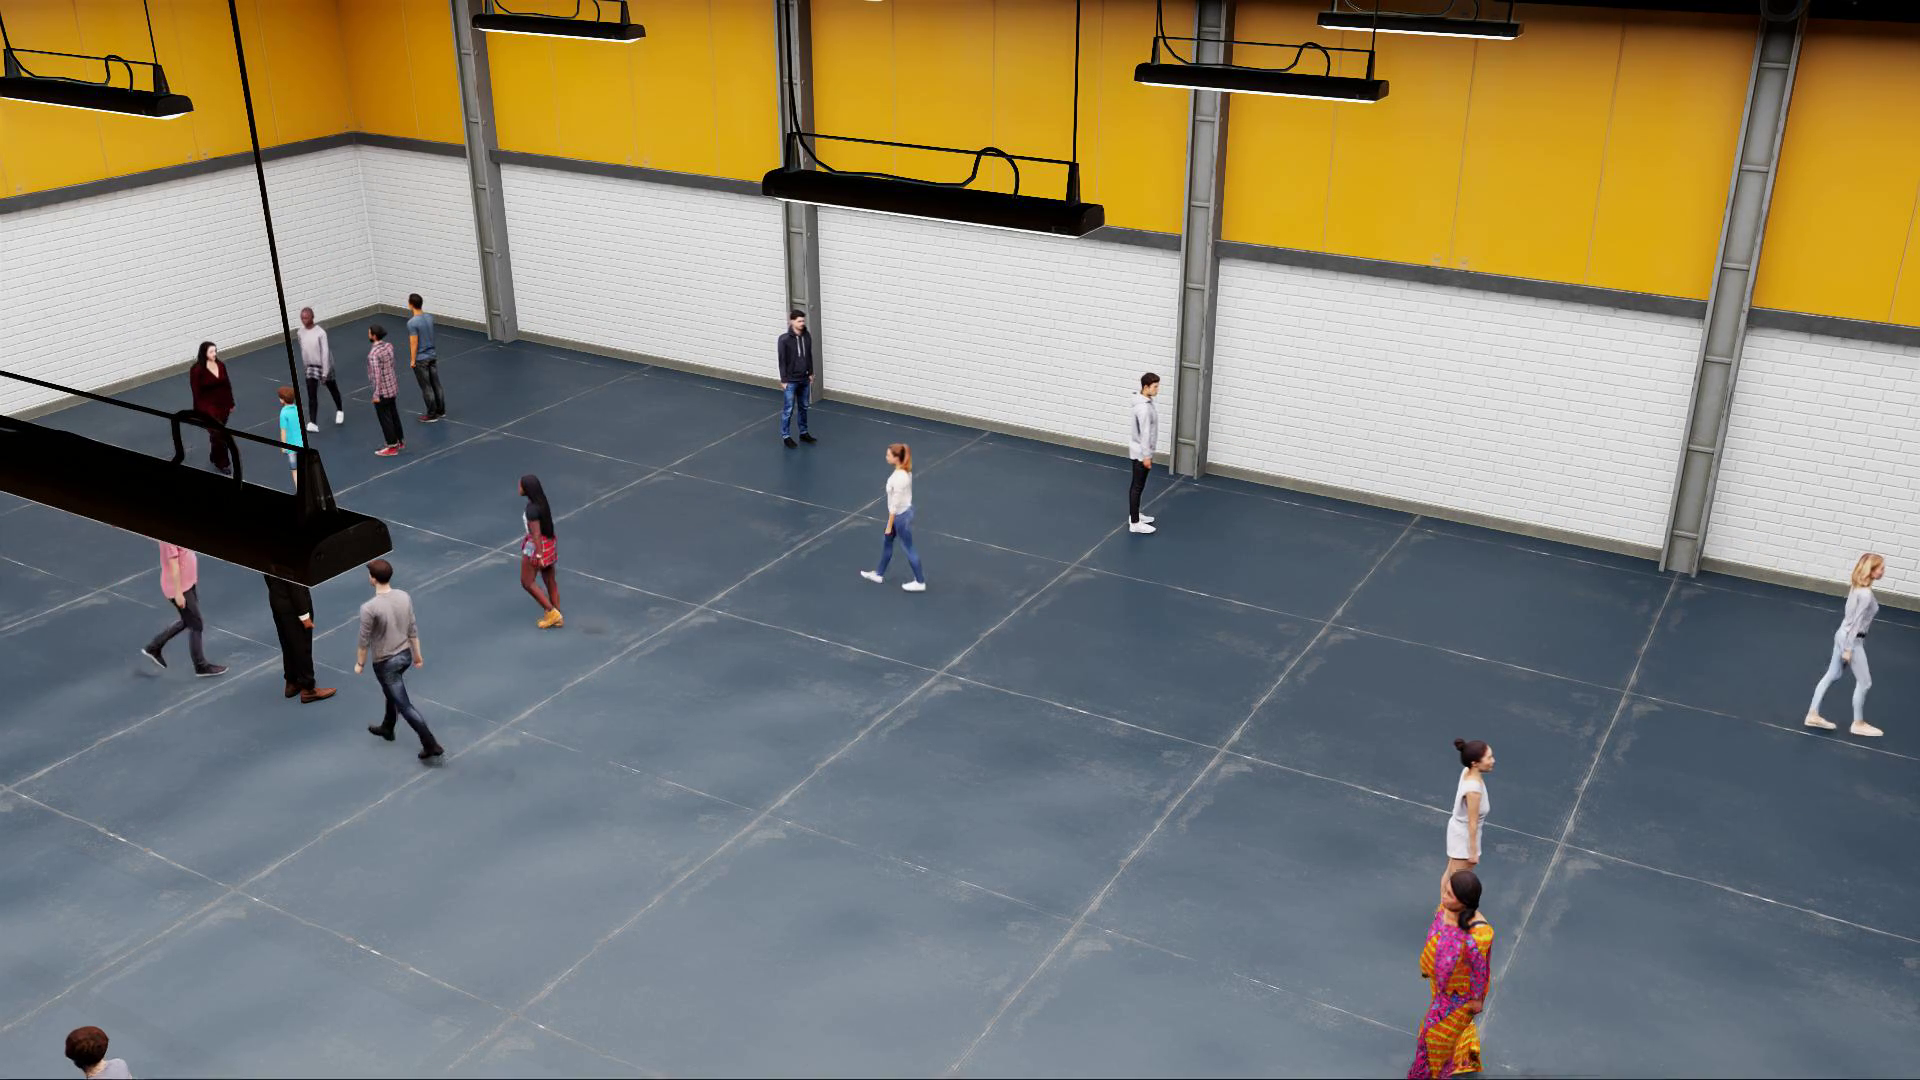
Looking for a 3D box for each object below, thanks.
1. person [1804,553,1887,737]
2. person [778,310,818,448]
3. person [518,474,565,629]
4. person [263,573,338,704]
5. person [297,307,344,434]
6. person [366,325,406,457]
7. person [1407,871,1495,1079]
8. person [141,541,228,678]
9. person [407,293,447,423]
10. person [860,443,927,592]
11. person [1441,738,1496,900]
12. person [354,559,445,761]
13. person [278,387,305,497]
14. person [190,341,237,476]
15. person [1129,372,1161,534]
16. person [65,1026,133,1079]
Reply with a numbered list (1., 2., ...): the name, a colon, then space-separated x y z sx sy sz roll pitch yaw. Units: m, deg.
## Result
1. person: 8.061 0.942 15.226 0.912 1.773 0.704 9 25 19
2. person: -2.195 -2.176 22.216 0.739 1.887 0.702 -18 30 -36
3. person: -4.236 0.133 17.151 0.764 1.712 0.725 1 24 3
4. person: -6.354 0.631 15.772 0.609 1.905 0.784 19 30 36
5. person: -8.744 -2.364 22.849 1.179 1.724 0.966 3 24 7
6. person: -7.603 -1.995 21.958 0.756 1.761 0.784 2 24 5
7. person: 3.327 2.885 10.939 0.999 1.646 0.930 -5 24 -11
8. person: -7.645 0.461 16.122 1.084 1.936 1.021 -4 24 -8
9. person: -7.455 -2.545 23.159 0.588 1.807 0.694 8 25 19
10. person: -0.543 -0.226 17.998 1.081 1.693 0.906 2 24 4
11. person: 3.795 2.221 12.514 0.647 1.601 0.641 4 24 10
12. person: -4.970 1.104 14.733 1.226 1.871 0.710 12 26 25
13. person: -8.203 -1.202 20.536 0.516 1.448 0.541 8 25 18
14. person: -9.658 -1.712 21.350 0.771 1.729 0.712 12 26 25
15. person: 2.134 -1.054 19.597 0.742 1.928 0.761 2 24 5
16. person: -4.764 3.510 9.513 0.685 1.642 0.683 7 25 15
